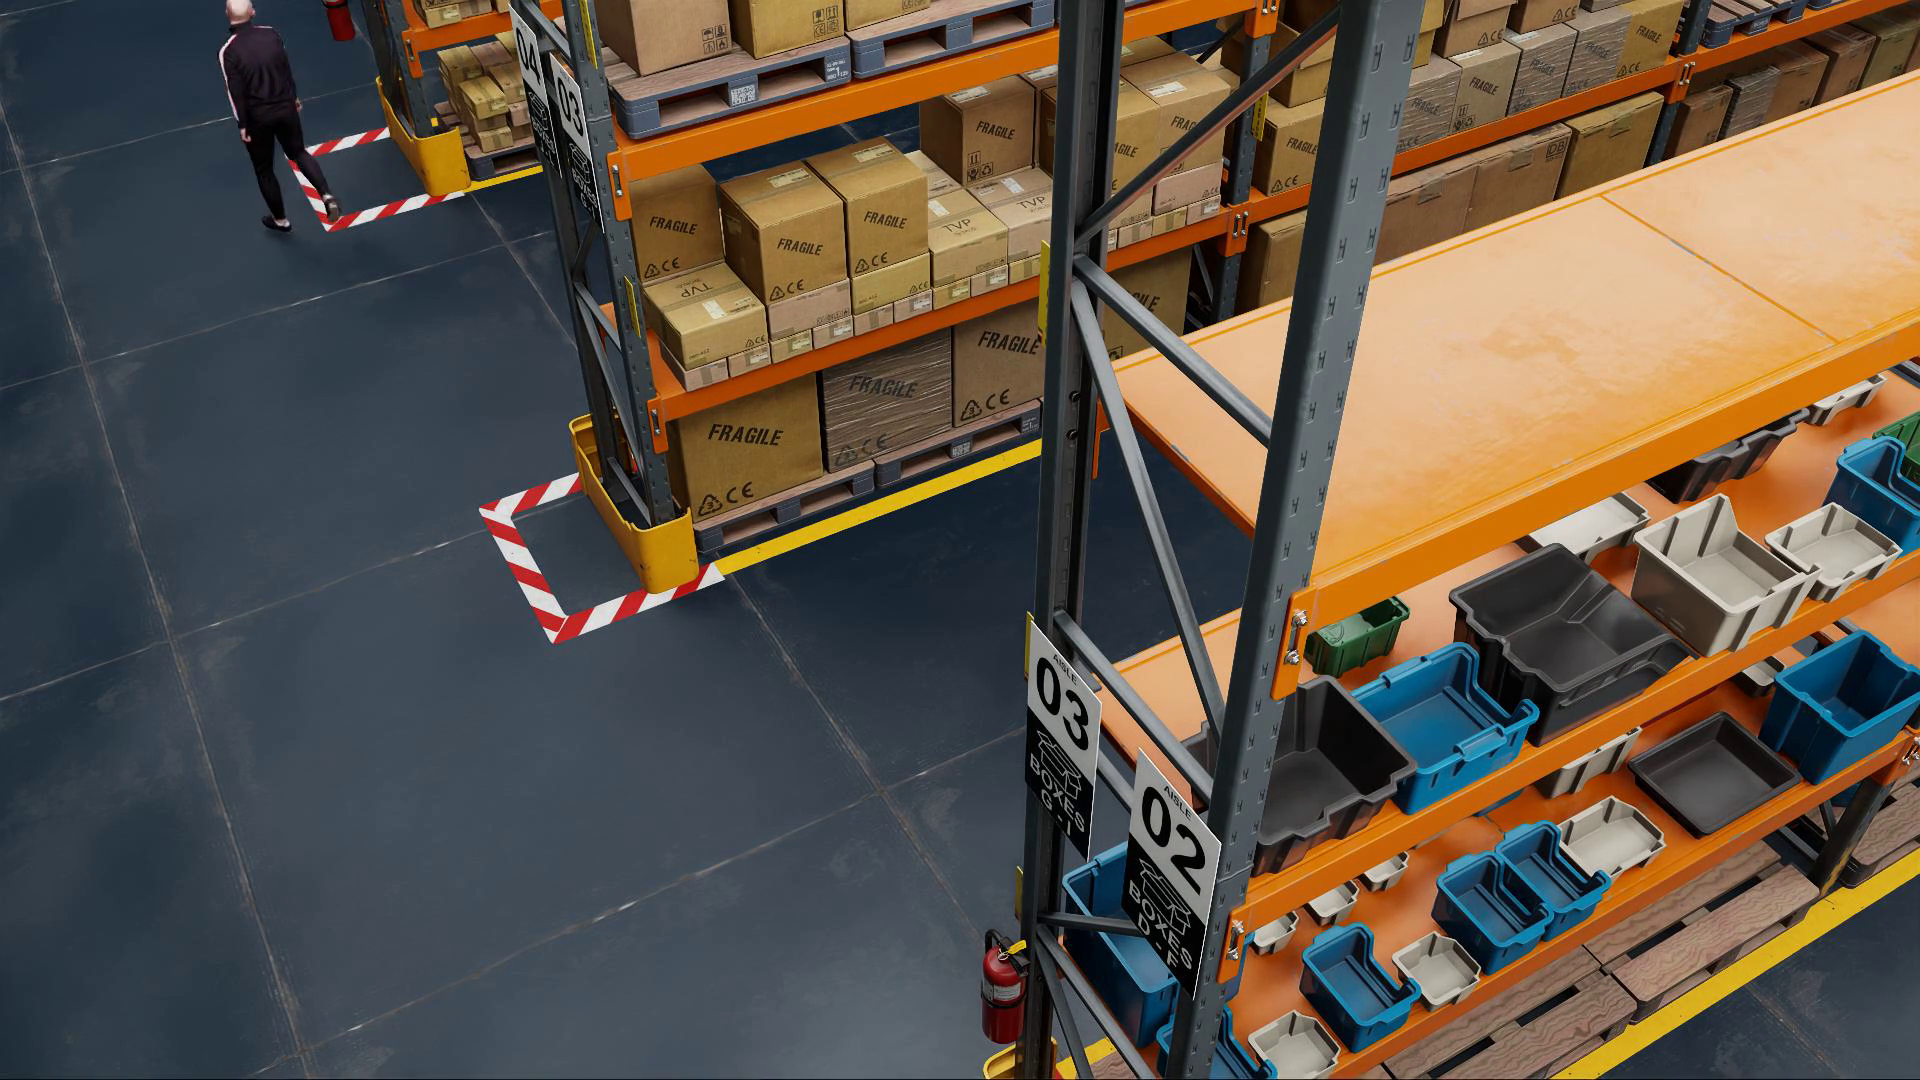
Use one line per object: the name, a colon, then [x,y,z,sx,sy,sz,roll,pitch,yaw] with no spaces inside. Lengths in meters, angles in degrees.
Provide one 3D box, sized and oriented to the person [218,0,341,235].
person: [-4.906,-3.022,12.022,0.949,1.808,0.961,27,50,26]
